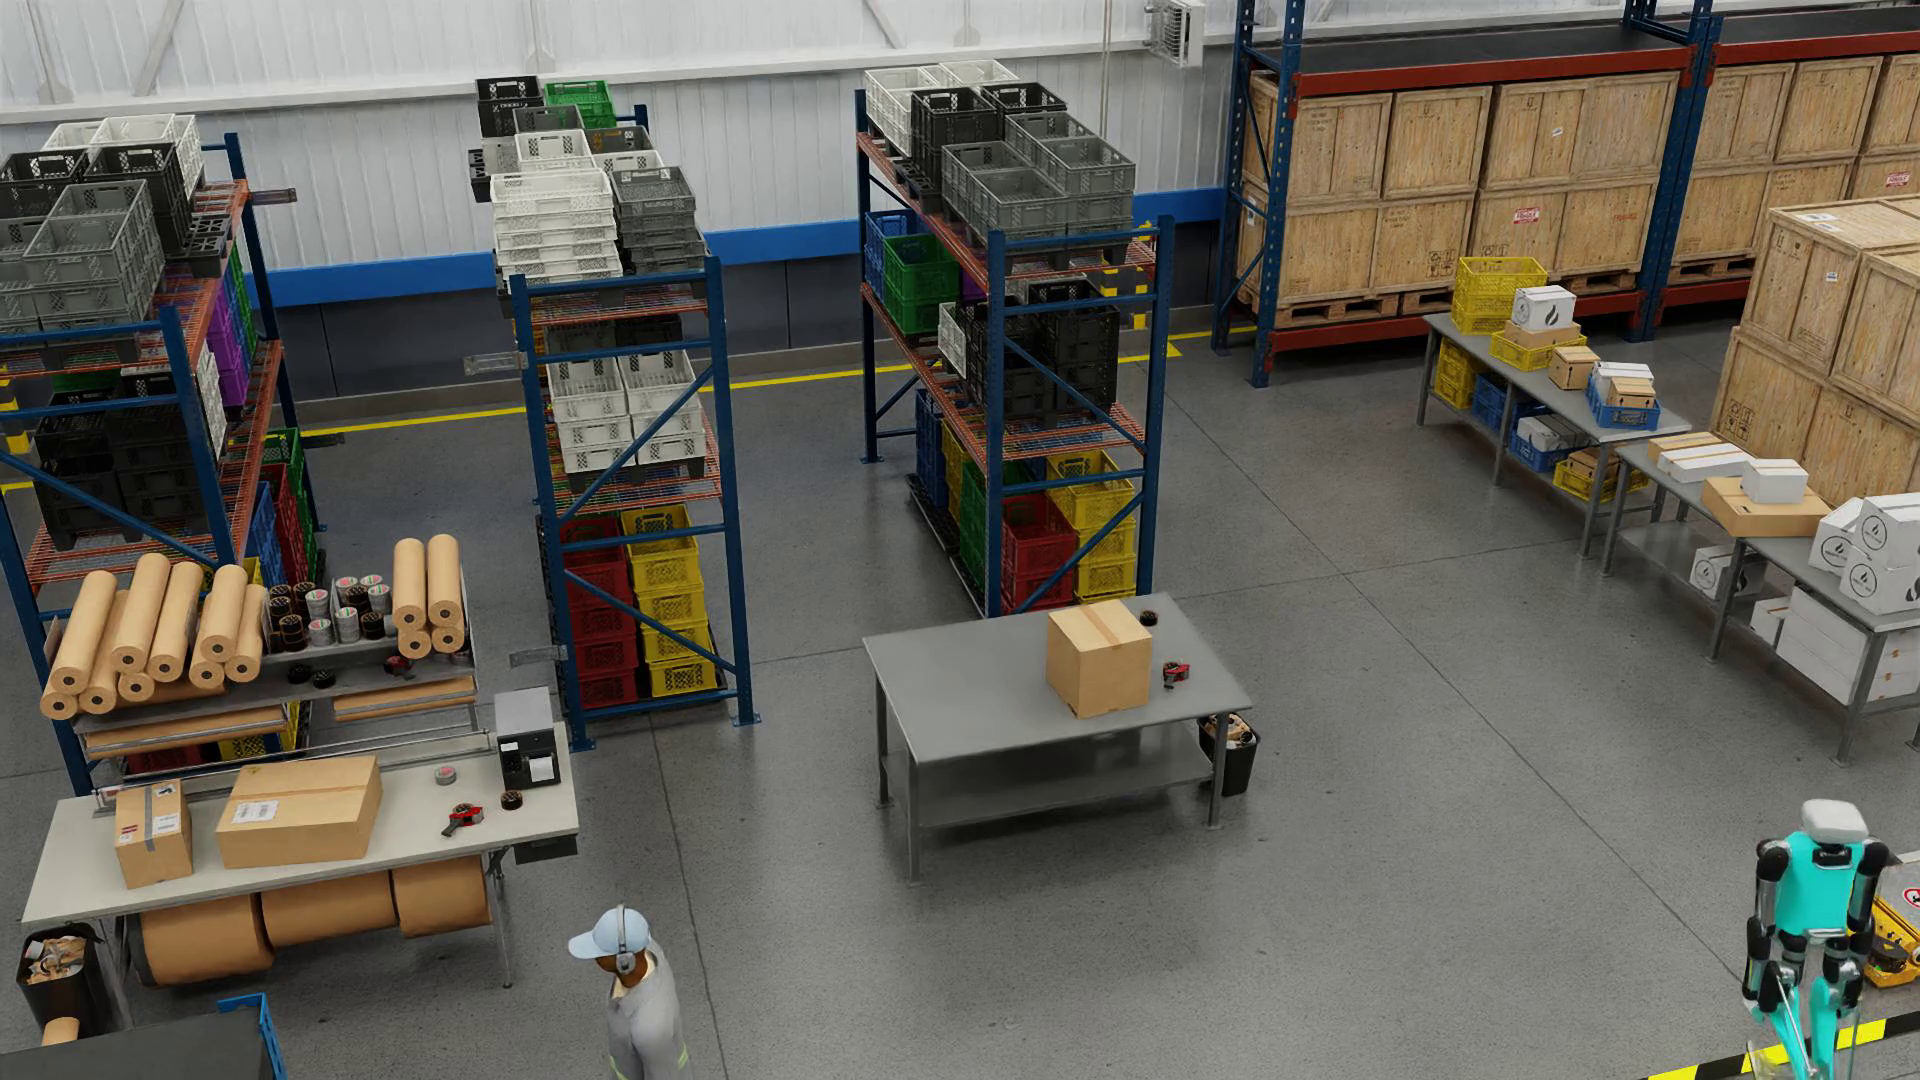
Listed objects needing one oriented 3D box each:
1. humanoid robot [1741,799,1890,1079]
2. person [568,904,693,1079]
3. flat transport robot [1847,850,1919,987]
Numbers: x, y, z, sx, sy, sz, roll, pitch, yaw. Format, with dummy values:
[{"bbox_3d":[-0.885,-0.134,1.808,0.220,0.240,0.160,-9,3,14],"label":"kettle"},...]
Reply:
[{"bbox_3d":[3.627,1.972,7.027,0.536,1.729,0.958,-1,29,-2],"label":"humanoid robot"},{"bbox_3d":[-1.253,2.176,6.559,0.397,1.850,0.597,-9,30,-15],"label":"person"},{"bbox_3d":[5.163,1.916,8.676,1.431,0.231,0.659,-8,30,-14],"label":"flat transport robot"}]
